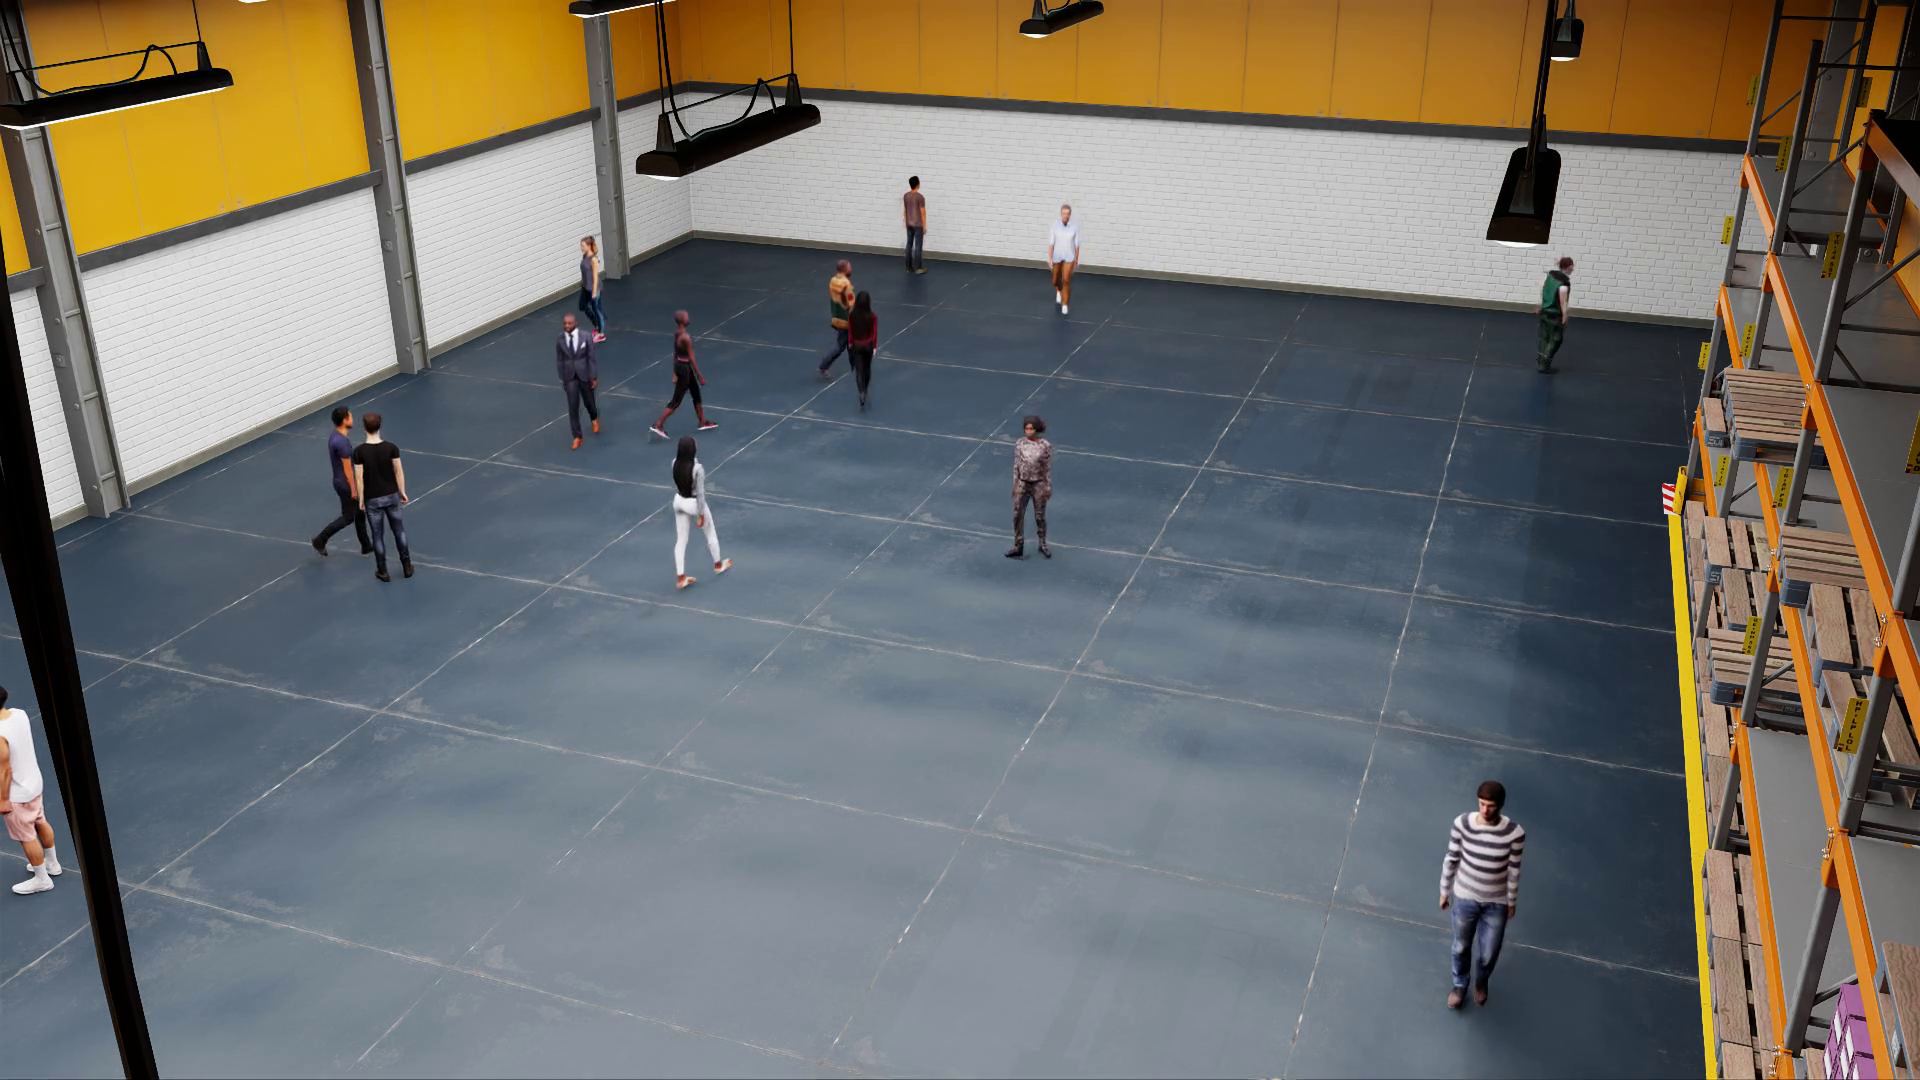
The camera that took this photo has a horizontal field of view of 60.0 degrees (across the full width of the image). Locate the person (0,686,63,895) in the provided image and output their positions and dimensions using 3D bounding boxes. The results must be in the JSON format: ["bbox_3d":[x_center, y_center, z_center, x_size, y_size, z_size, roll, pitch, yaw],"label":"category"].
[{"bbox_3d":[-7.317,1.911,12.929,0.786,1.788,0.655,-2,24,-5],"label":"person"}]

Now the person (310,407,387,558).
[{"bbox_3d":[-6.990,-0.599,18.706,1.109,1.761,1.070,-9,25,-19],"label":"person"}]

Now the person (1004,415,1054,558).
[{"bbox_3d":[0.845,-0.611,18.800,0.672,1.708,0.630,3,24,6],"label":"person"}]

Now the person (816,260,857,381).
[{"bbox_3d":[-1.802,-3.260,24.767,1.268,1.781,1.134,-14,27,-29],"label":"person"}]

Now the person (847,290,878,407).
[{"bbox_3d":[-1.396,-2.694,23.679,0.904,1.616,1.162,-2,24,-5],"label":"person"}]

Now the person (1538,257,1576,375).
[{"bbox_3d":[8.941,-3.428,25.116,0.897,1.810,0.789,-14,27,-29],"label":"person"}]

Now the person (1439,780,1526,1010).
[{"bbox_3d":[3.661,2.448,11.640,0.703,1.837,0.692,11,26,24],"label":"person"}]

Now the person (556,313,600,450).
[{"bbox_3d":[-5.089,-2.172,22.252,0.899,1.803,1.074,0,24,0],"label":"person"}]

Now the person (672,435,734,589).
[{"bbox_3d":[-2.985,-0.283,18.072,0.721,1.689,1.049,13,27,27],"label":"person"}]

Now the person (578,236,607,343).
[{"bbox_3d":[-5.797,-4.020,26.590,0.756,1.714,0.714,-18,29,-35],"label":"person"}]

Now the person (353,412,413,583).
[{"bbox_3d":[-6.328,-0.467,18.240,0.747,1.893,0.804,-12,26,-25],"label":"person"}]

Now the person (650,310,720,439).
[{"bbox_3d":[-3.822,-2.201,22.428,1.201,1.715,1.135,-10,26,-22],"label":"person"}]

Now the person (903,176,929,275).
[{"bbox_3d":[-0.843,-5.804,30.591,0.681,1.778,0.624,15,28,31],"label":"person"}]

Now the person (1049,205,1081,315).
[{"bbox_3d":[1.752,-4.799,28.264,0.772,1.801,1.105,4,24,10],"label":"person"}]
